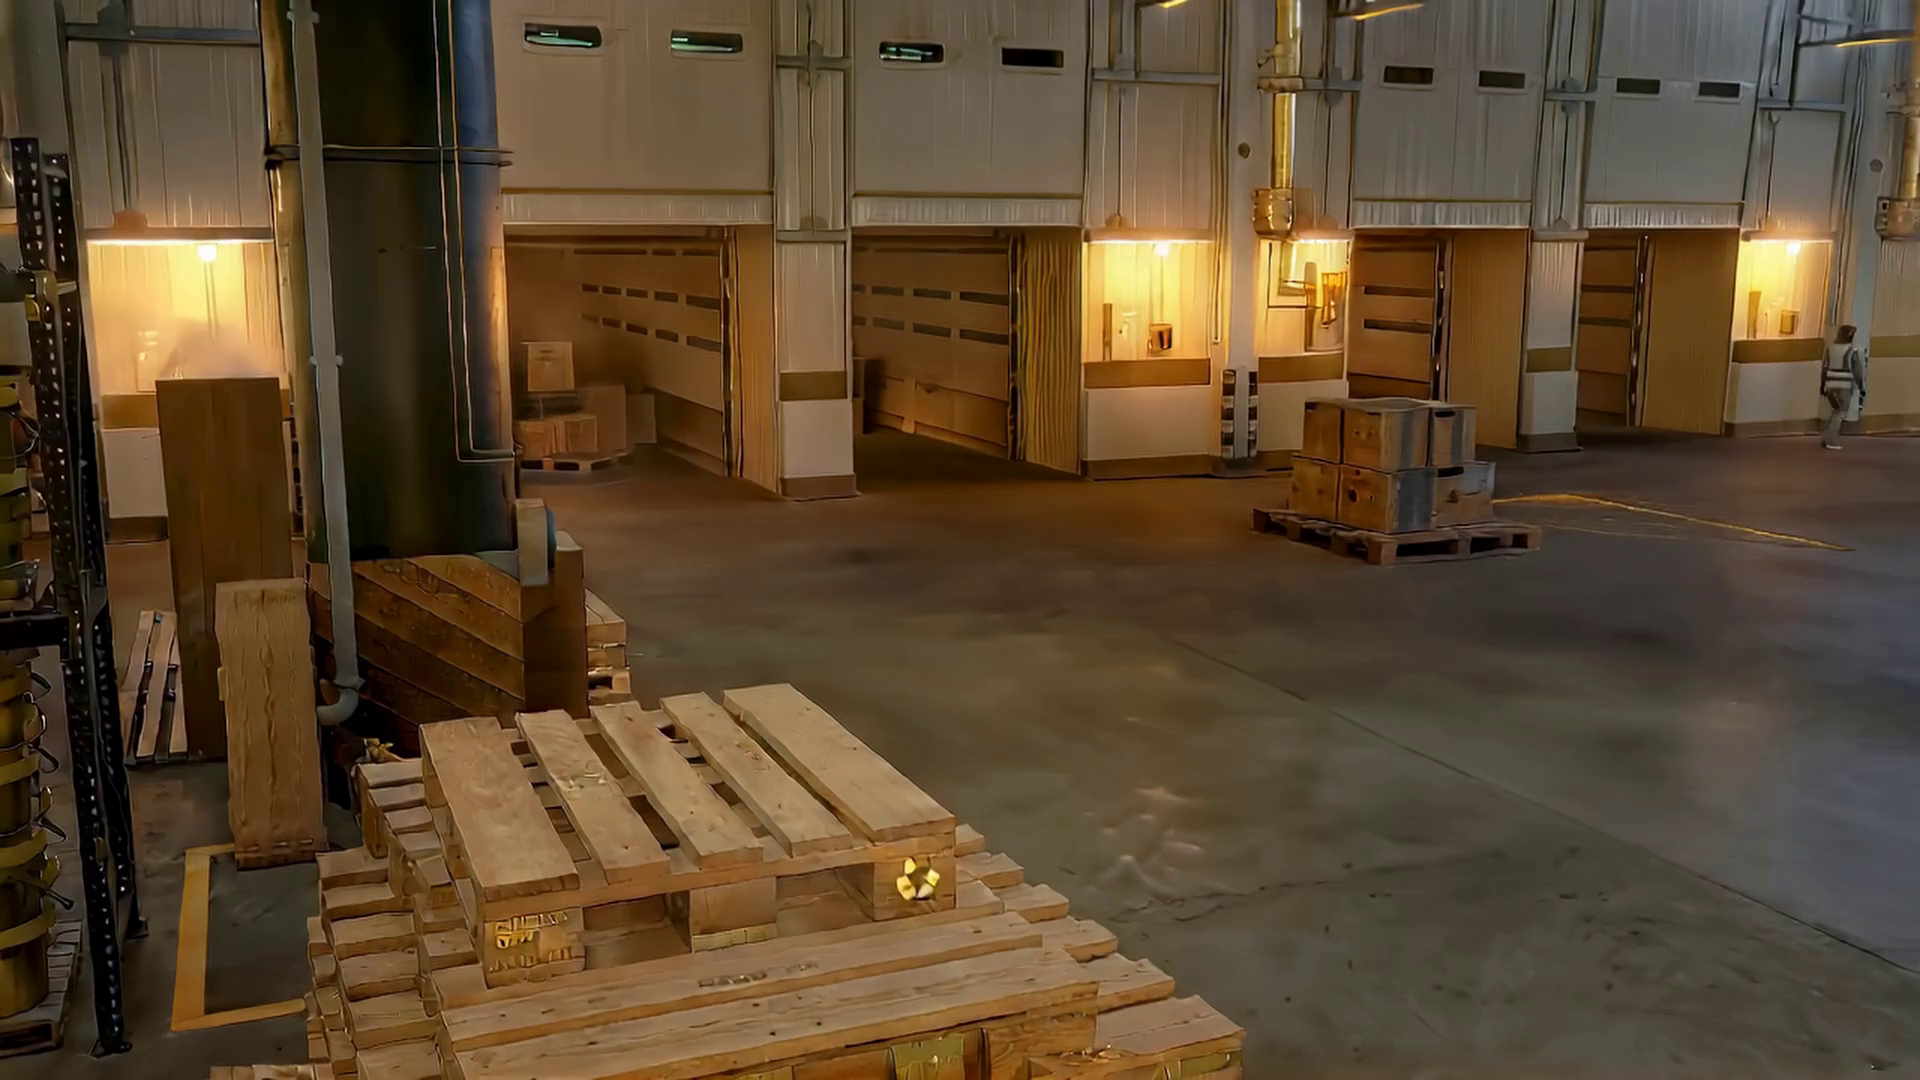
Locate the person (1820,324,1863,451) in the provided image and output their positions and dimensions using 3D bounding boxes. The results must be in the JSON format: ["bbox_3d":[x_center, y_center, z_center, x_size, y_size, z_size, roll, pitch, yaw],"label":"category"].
[{"bbox_3d":[11.365,-1.957,21.439,0.432,1.625,0.513,-3,11,-17],"label":"person"}]
